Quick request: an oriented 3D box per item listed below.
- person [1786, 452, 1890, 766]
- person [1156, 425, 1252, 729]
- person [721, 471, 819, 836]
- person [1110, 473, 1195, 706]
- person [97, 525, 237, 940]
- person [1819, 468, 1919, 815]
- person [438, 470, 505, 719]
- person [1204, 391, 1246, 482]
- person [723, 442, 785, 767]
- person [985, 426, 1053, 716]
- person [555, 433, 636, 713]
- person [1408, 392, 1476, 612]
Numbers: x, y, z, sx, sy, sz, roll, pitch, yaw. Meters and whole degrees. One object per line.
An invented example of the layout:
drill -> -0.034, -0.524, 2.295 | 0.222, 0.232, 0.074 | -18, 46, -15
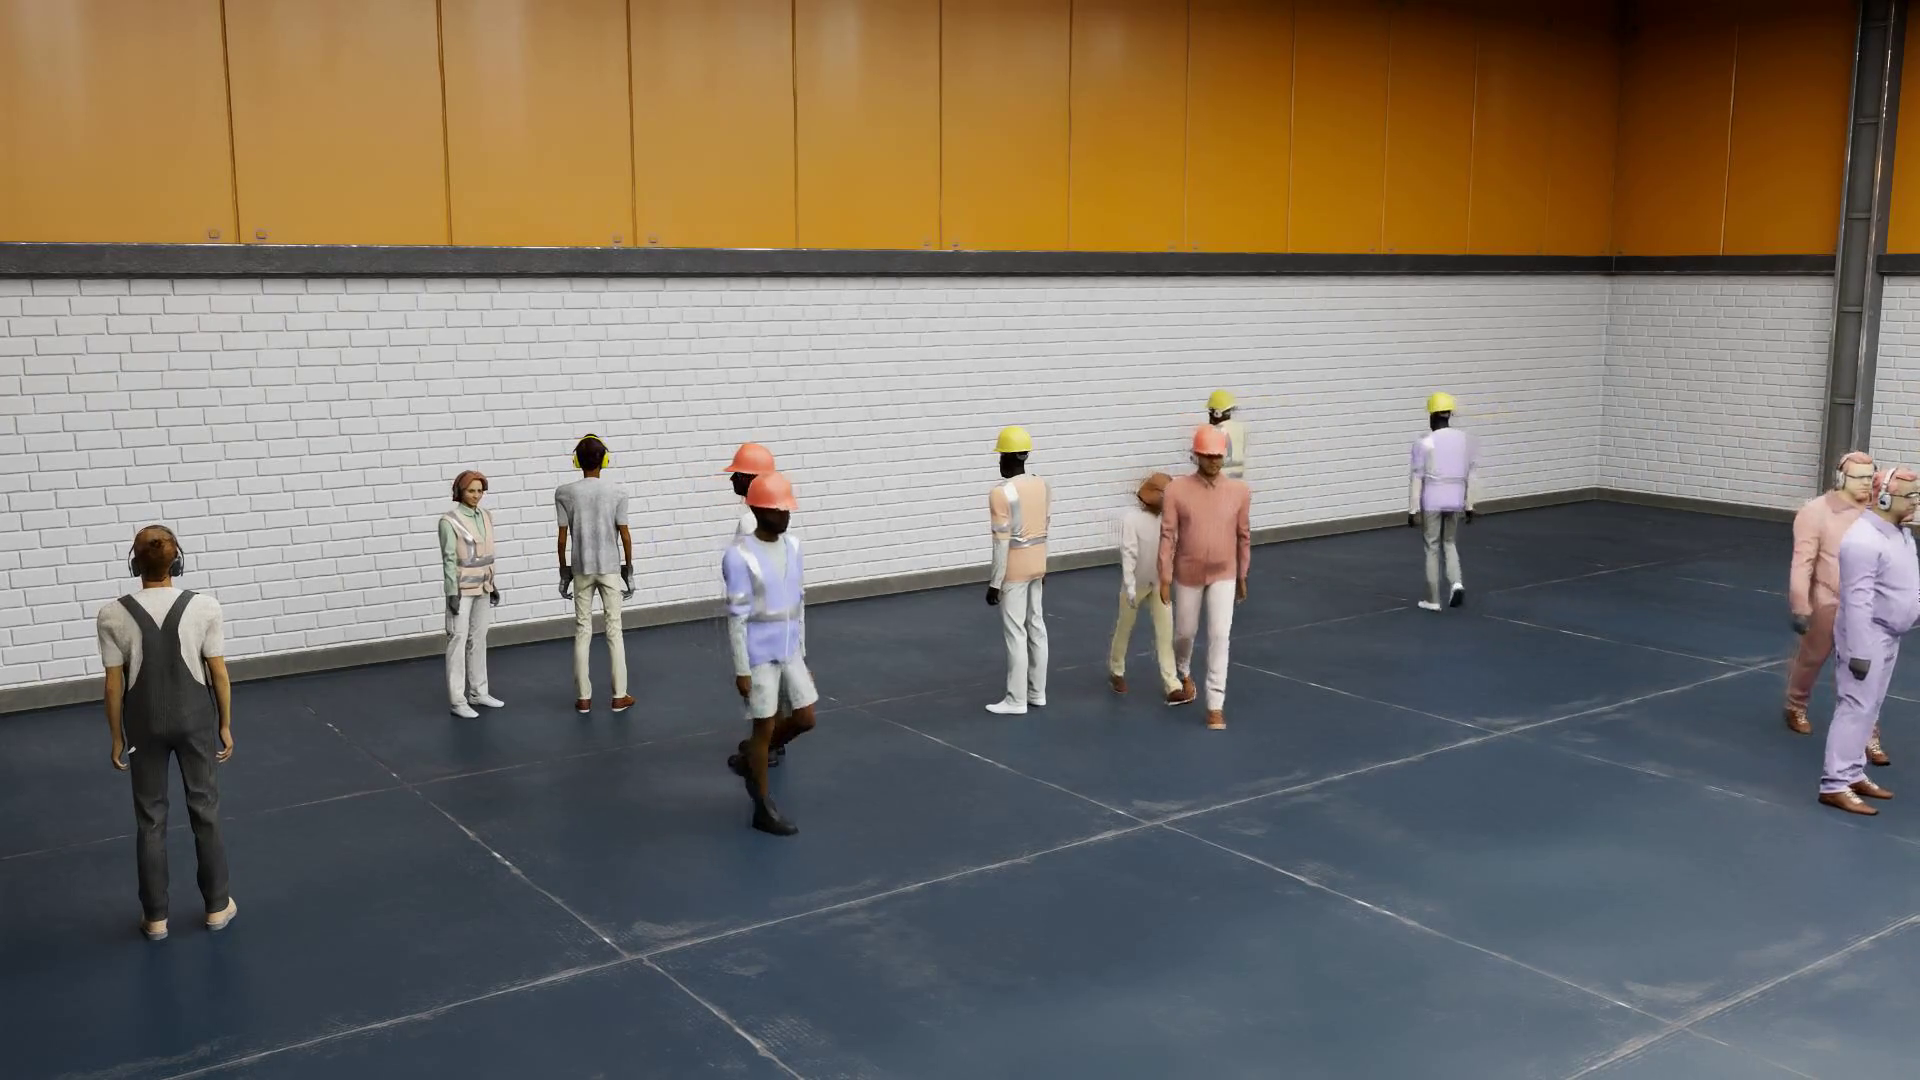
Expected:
person -> 5.432, 0.374, 10.266 | 0.662, 1.860, 1.006 | 0, 9, 3
person -> 1.603, 0.200, 11.025 | 0.625, 1.963, 0.940 | 0, 9, 0
person -> -1.028, 0.584, 8.744 | 0.516, 1.926, 0.550 | 7, 12, 39
person -> 1.296, 0.328, 11.364 | 0.519, 1.576, 0.905 | -4, 10, -23
person -> -3.496, 0.847, 7.366 | 0.507, 1.846, 0.344 | -4, 10, -24
person -> 5.007, 0.544, 9.096 | 0.649, 1.893, 0.404 | -9, 13, -43
person -> -3.256, 0.351, 11.065 | 0.313, 1.637, 0.513 | 3, 10, 20
person -> 2.483, -0.558, 16.214 | 0.844, 1.789, 0.616 | 7, 11, 35
person -> -1.213, 0.387, 9.904 | 0.348, 1.943, 0.542 | 1, 9, 7
person -> 0.375, 0.206, 11.062 | 0.384, 1.928, 0.589 | 8, 12, 39
person -> -2.431, 0.223, 11.119 | 0.513, 1.877, 0.328 | -1, 9, -5
person -> 4.153, -0.325, 14.376 | 0.617, 1.910, 0.441 | -2, 9, -11
